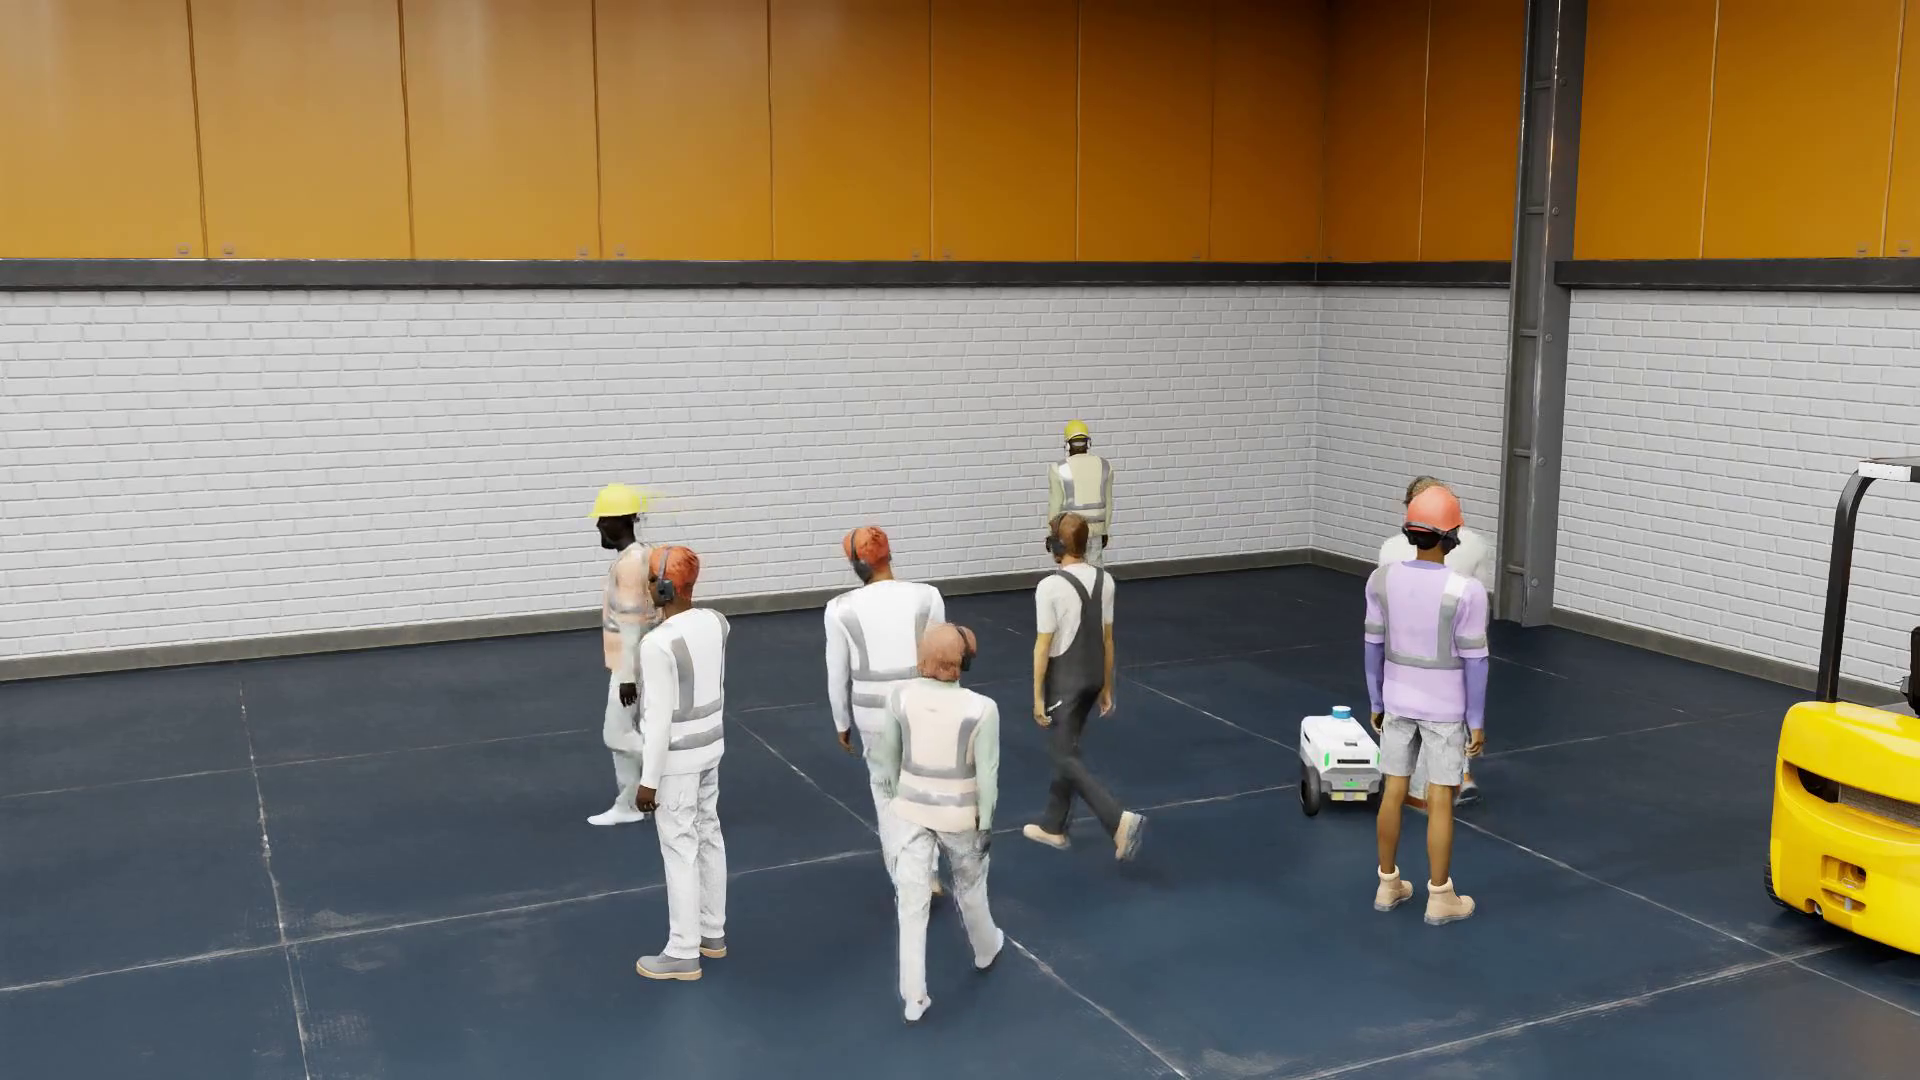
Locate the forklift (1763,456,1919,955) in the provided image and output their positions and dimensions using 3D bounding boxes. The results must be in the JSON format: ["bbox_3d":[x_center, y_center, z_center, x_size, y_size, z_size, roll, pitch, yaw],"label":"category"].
[{"bbox_3d":[4.857,0.731,7.561,2.313,2.155,1.214,-4,10,-25],"label":"forklift"}]

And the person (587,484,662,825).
[{"bbox_3d":[-1.745,0.640,9.014,0.529,1.904,0.601,-2,9,-11],"label":"person"}]

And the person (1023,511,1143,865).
[{"bbox_3d":[0.632,0.765,8.540,0.513,1.819,0.815,-8,12,-39],"label":"person"}]

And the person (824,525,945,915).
[{"bbox_3d":[-0.329,0.843,7.895,0.619,1.857,0.532,-1,9,-9],"label":"person"}]

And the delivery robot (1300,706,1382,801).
[{"bbox_3d":[2.168,1.191,9.485,0.477,0.478,0.707,0,9,1],"label":"delivery robot"}]

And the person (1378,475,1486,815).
[{"bbox_3d":[2.598,0.601,9.211,0.643,1.917,0.483,-2,9,-14],"label":"person"}]

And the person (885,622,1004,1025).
[{"bbox_3d":[-0.057,1.131,6.942,0.518,1.593,0.851,3,10,16],"label":"person"}]

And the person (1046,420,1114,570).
[{"bbox_3d":[0.976,-0.081,13.751,0.587,1.821,0.404,-4,10,-22],"label":"person"}]

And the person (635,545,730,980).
[{"bbox_3d":[-1.203,0.950,7.169,0.355,1.882,0.576,3,10,20],"label":"person"}]

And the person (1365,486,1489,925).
[{"bbox_3d":[2.183,0.768,7.783,0.607,2.048,0.369,8,12,43],"label":"person"}]
